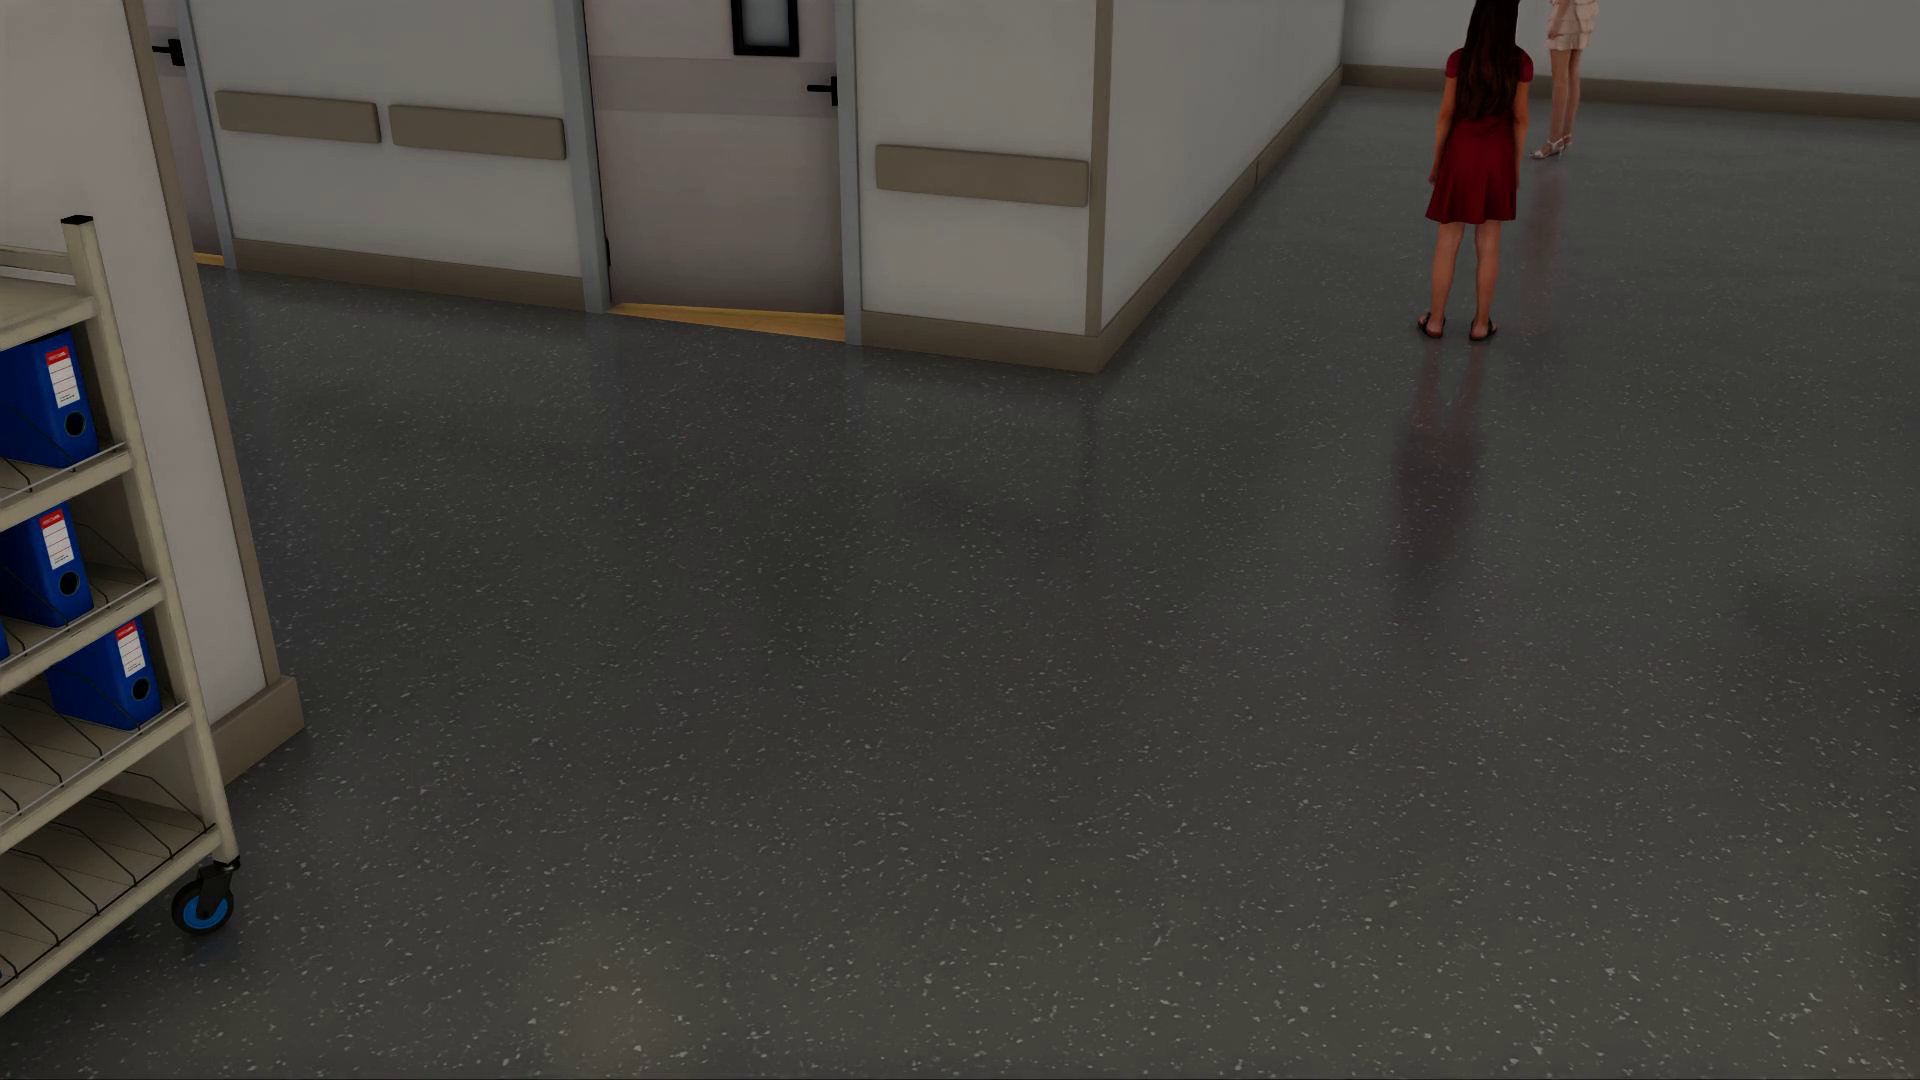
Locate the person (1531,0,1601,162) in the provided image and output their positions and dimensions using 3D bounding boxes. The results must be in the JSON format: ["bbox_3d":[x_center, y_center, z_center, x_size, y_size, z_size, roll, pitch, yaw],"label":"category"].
[{"bbox_3d":[3.843,-3.256,10.381,0.709,1.736,0.576,21,33,37],"label":"person"}]

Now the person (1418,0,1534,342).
[{"bbox_3d":[2.255,-1.652,7.265,0.568,1.552,0.624,6,26,12],"label":"person"}]
